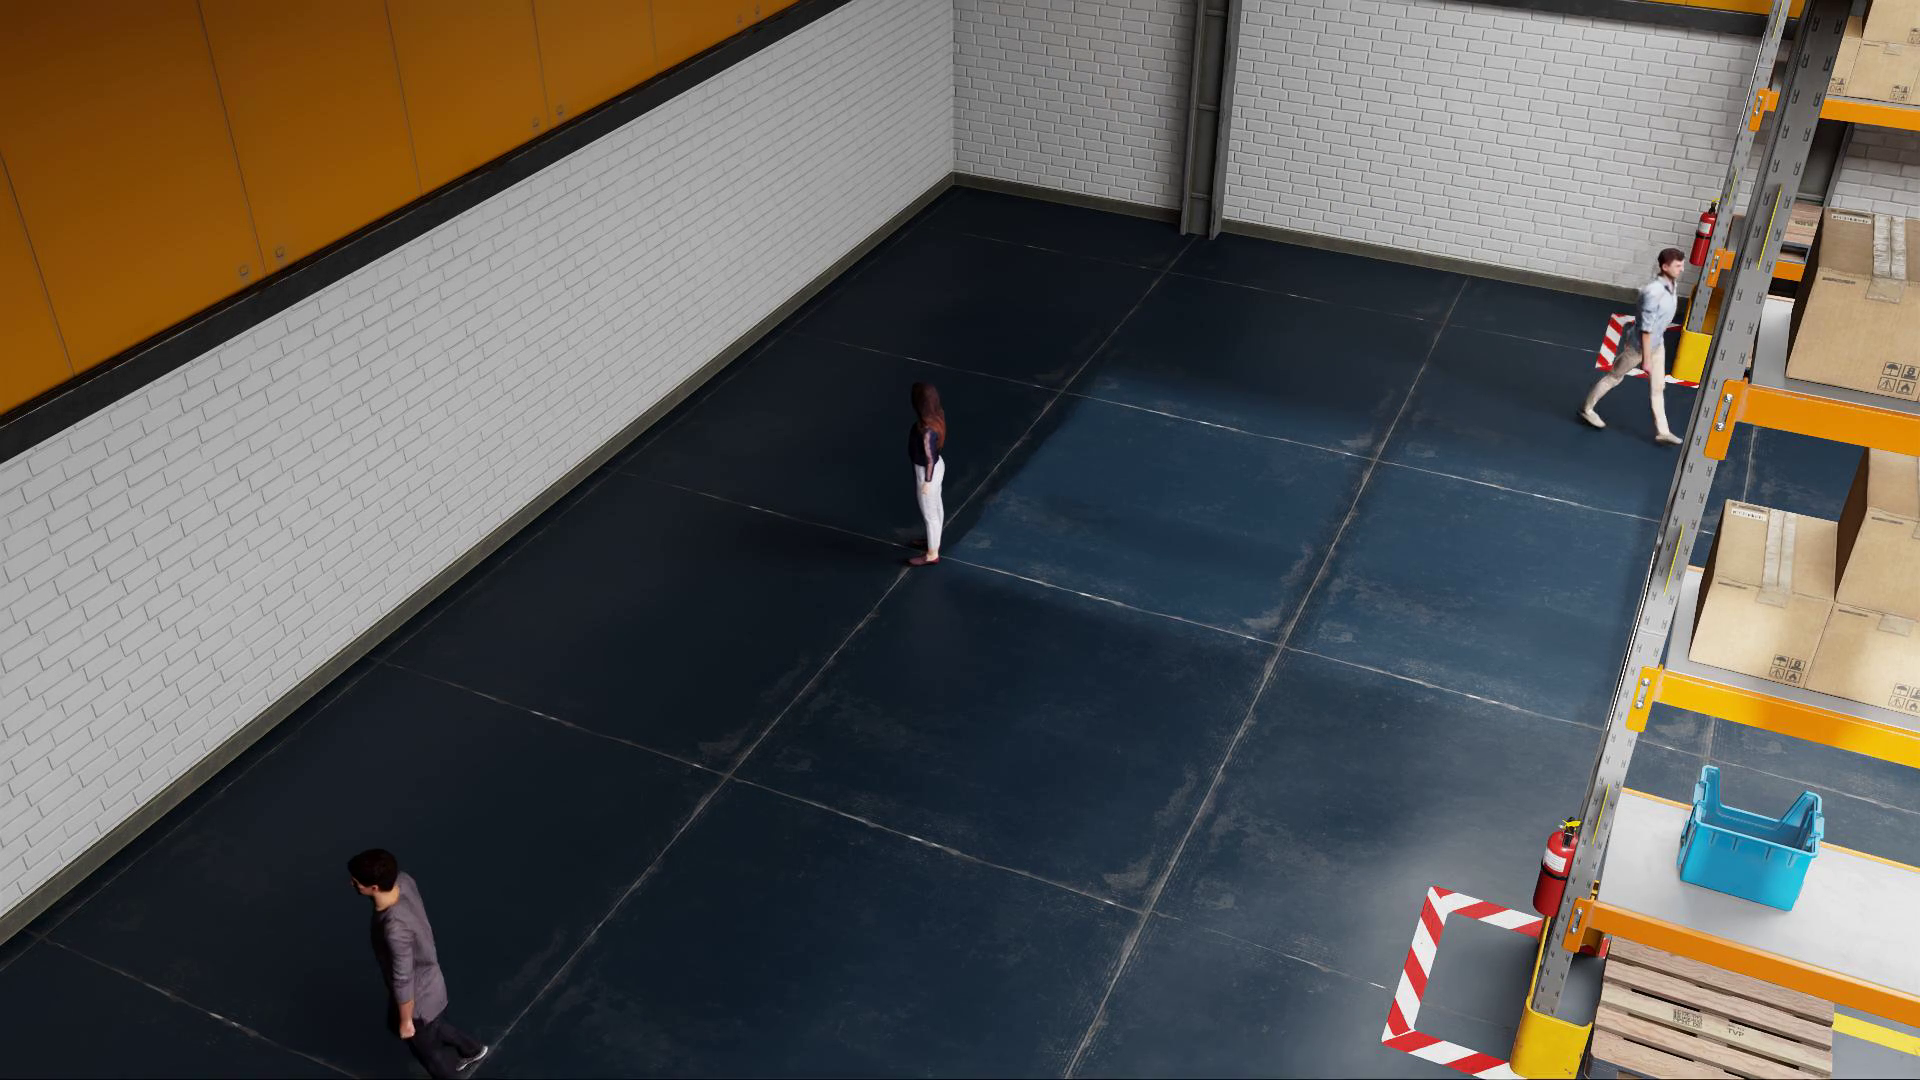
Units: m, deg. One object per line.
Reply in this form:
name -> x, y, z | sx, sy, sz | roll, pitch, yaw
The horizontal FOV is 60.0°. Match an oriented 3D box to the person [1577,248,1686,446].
person -> 5.929, -1.729, 14.642 | 0.979, 1.793, 1.312 | -27, 42, -35

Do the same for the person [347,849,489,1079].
person -> -2.722, 2.278, 8.571 | 0.907, 1.841, 0.848 | -11, 35, -16

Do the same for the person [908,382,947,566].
person -> -0.259, -0.528, 13.005 | 0.635, 1.607, 0.658 | 4, 34, 6
